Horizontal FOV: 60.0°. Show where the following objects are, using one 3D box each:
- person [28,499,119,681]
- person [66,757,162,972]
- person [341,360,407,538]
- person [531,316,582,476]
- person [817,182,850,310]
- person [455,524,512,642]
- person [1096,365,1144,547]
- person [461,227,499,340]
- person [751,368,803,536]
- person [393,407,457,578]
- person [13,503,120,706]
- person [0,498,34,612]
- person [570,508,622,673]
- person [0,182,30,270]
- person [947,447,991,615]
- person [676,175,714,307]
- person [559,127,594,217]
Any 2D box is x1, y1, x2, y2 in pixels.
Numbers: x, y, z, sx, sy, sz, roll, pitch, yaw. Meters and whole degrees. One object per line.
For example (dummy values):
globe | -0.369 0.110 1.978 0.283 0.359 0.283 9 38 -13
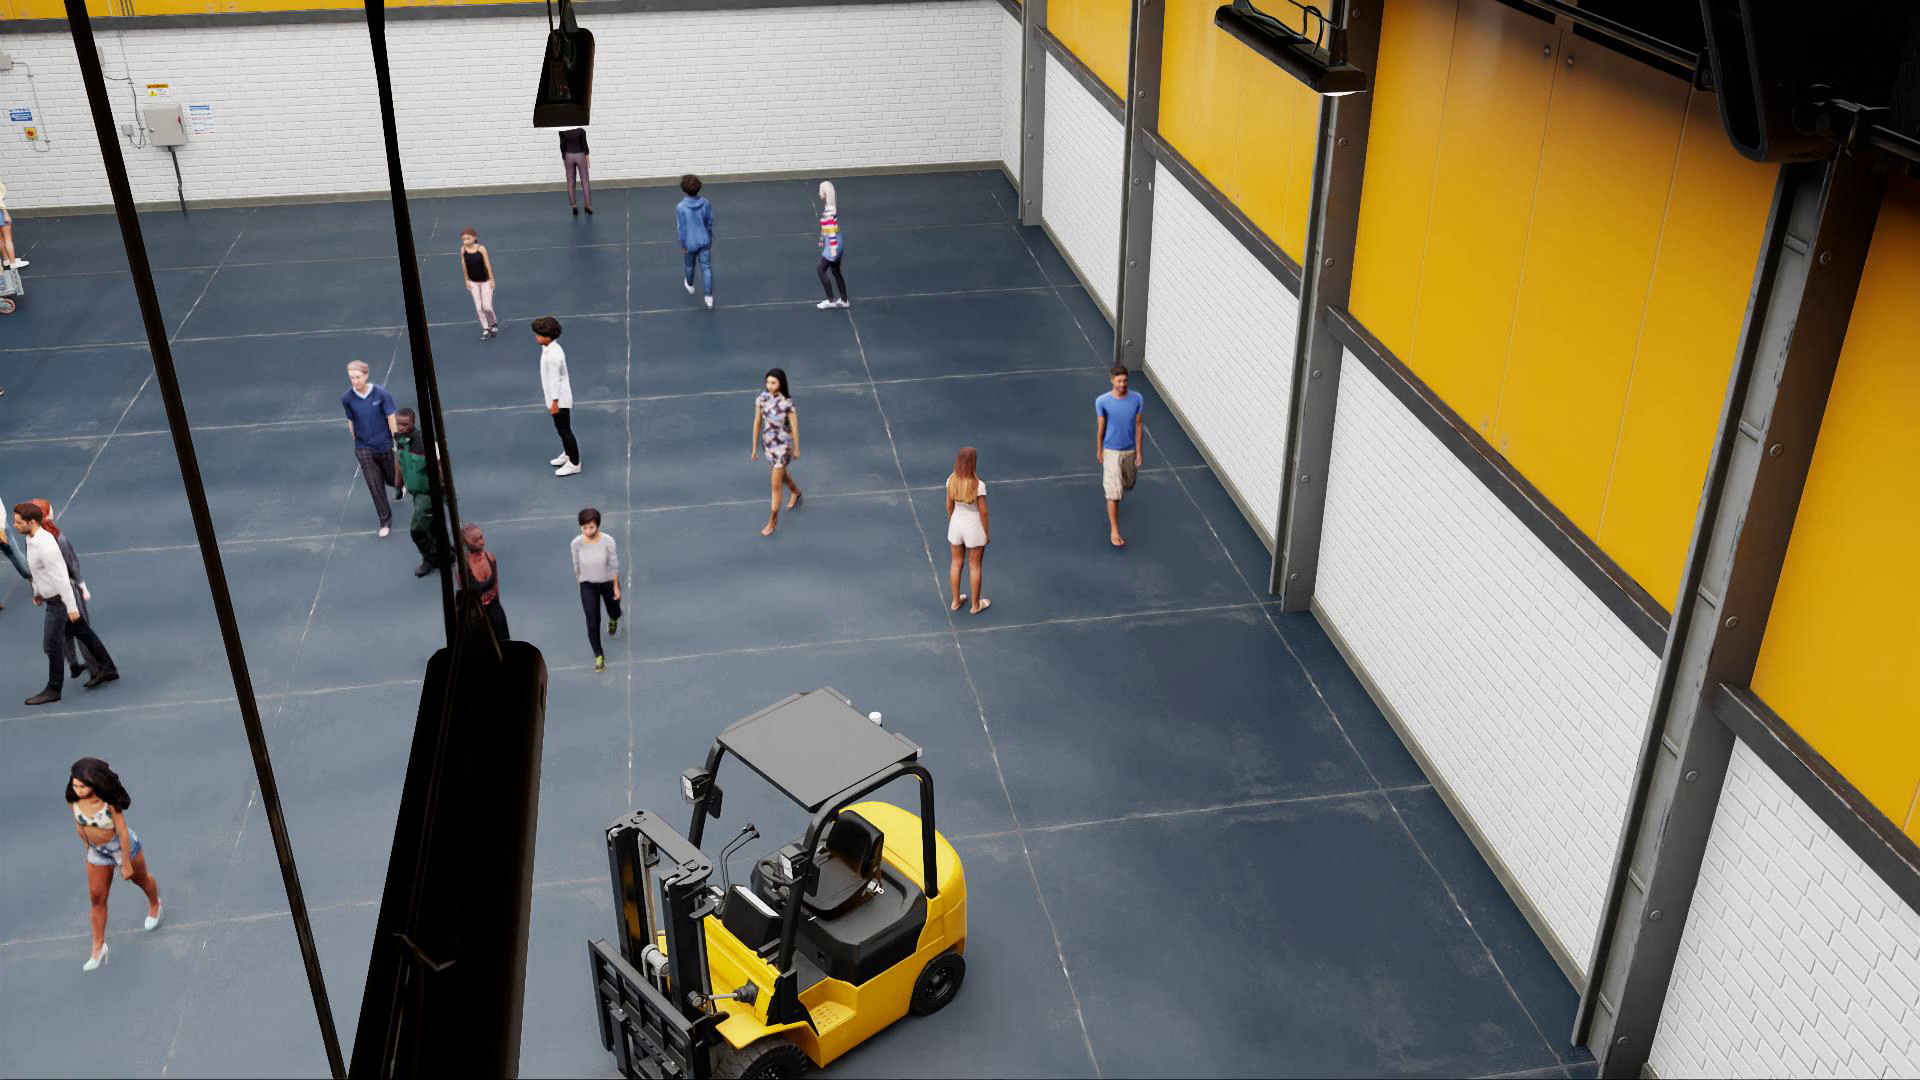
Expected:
person | -7.826 0.433 14.524 0.656 1.779 0.660 10 30 17
person | -5.846 2.139 11.596 0.759 1.588 1.035 4 29 7
person | -5.995 -1.003 17.092 0.671 1.842 1.067 -5 29 -9
person | -4.399 -1.591 18.208 0.713 1.805 0.540 -10 30 -18
person | -1.644 -3.999 22.638 0.806 1.790 0.677 3 29 5
person | -4.143 0.649 14.200 1.227 1.711 1.100 22 35 34
person | 1.618 -0.952 17.005 0.640 1.836 1.179 -5 29 -10
person | -6.252 -3.391 21.781 0.610 1.543 0.648 3 29 5
person | -1.846 -0.976 17.199 1.023 1.692 1.201 12 31 21
person | -5.137 -0.507 16.212 0.949 1.813 1.012 22 35 34
person | -7.661 0.496 14.346 1.024 1.839 1.069 -19 34 -31
person | -9.155 -0.040 15.534 0.892 1.642 1.137 6 29 10
person | -3.223 0.373 14.895 0.586 1.530 0.963 -2 29 -3
person | -14.025 -4.784 24.242 0.697 1.632 0.784 24 36 36
person | 0.063 -0.096 15.579 0.669 1.697 0.714 14 31 23
person | -3.579 -4.063 22.779 0.781 1.767 1.189 -9 30 -16
person | -6.103 -5.987 26.408 0.627 1.669 0.579 -1 29 -2
